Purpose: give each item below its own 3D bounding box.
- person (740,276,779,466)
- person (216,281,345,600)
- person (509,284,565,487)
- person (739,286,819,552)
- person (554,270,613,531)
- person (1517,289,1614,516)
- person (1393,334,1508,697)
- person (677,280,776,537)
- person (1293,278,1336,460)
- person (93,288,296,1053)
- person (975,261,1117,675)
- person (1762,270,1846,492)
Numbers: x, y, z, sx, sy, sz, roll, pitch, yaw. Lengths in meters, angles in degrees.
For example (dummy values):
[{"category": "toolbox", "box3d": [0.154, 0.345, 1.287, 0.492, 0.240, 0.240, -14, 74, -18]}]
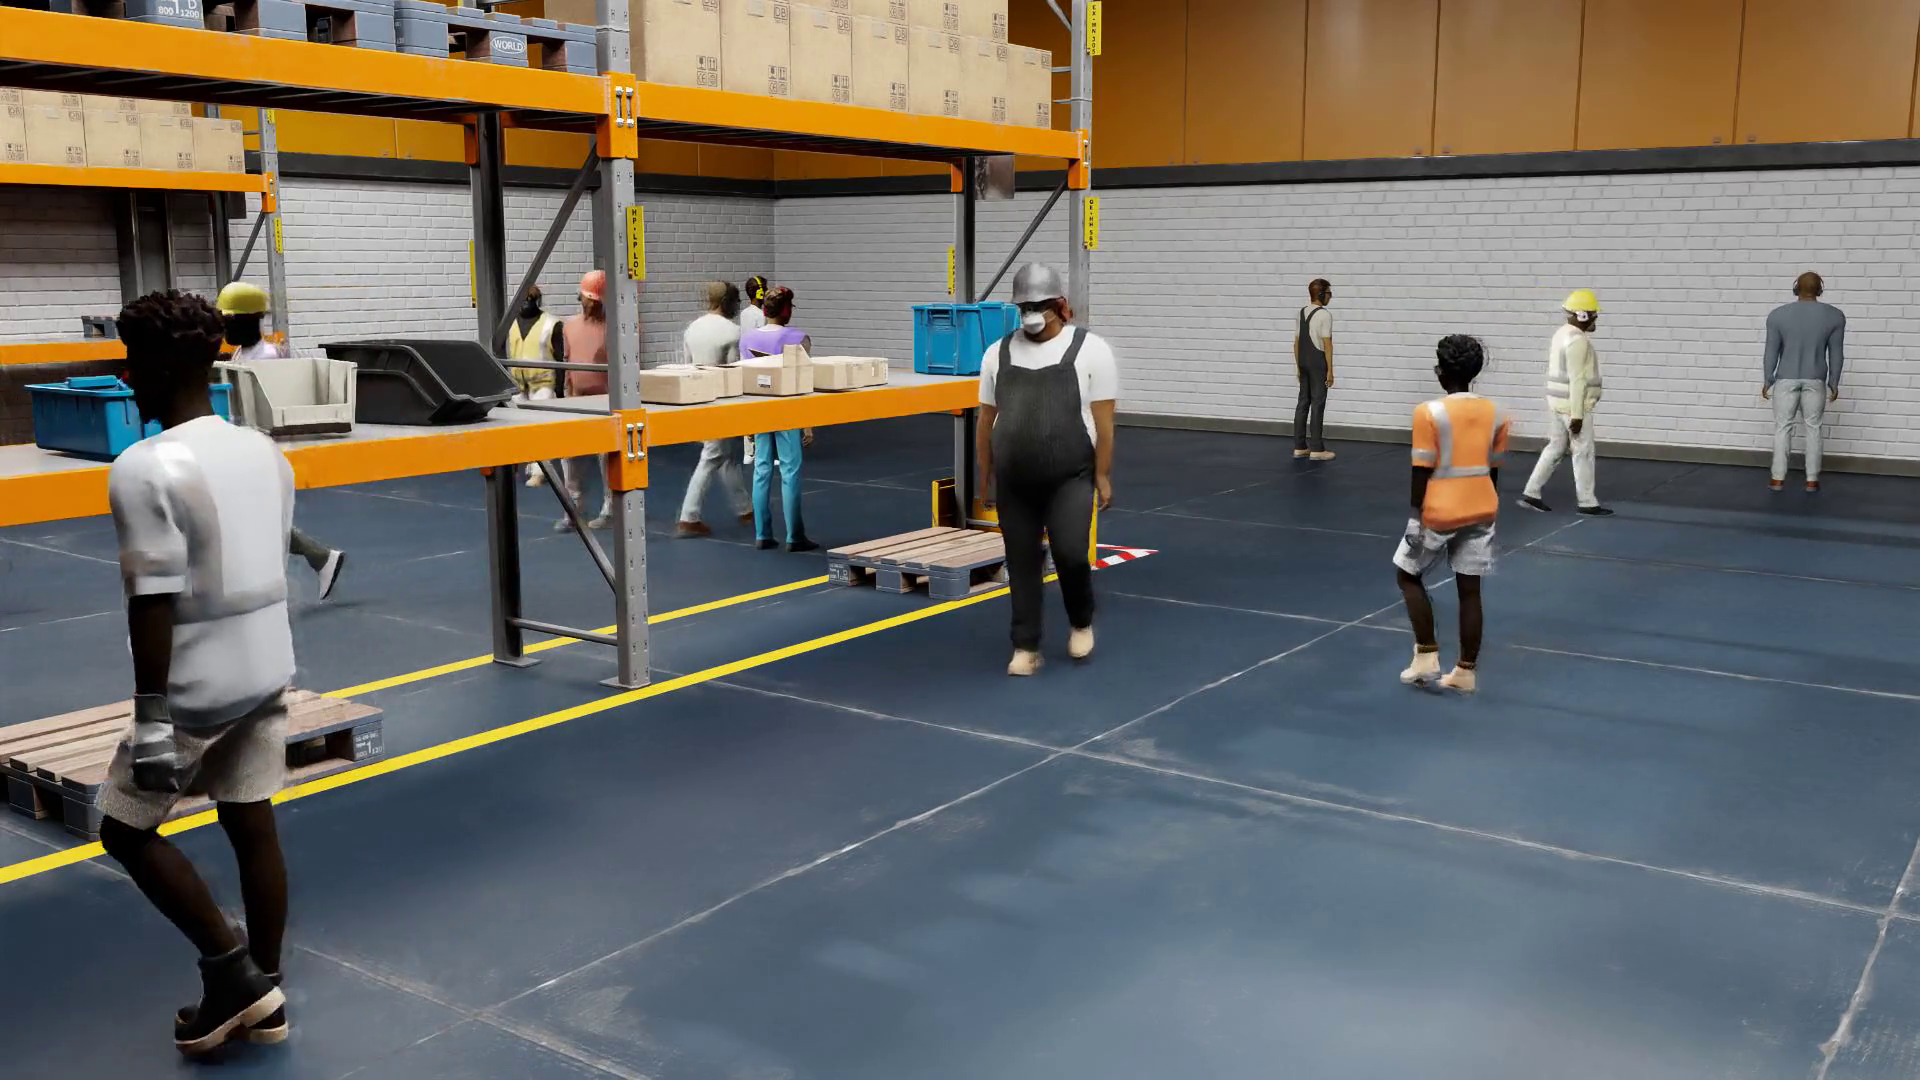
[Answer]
[{"category": "person", "box3d": [-1.985, -1.669, 16.476, 0.328, 1.876, 0.513, -6, 11, -34]}, {"category": "person", "box3d": [-3.917, -0.503, 9.413, 0.713, 1.908, 0.603, -6, 11, -32]}, {"category": "person", "box3d": [-3.853, -1.401, 14.999, 0.645, 1.832, 0.506, 1, 10, 7]}, {"category": "person", "box3d": [-1.282, -0.836, 11.591, 0.565, 1.847, 0.396, 5, 11, 27]}, {"category": "person", "box3d": [-2.769, -1.014, 12.340, 0.656, 1.949, 0.713, 5, 11, 26]}, {"category": "person", "box3d": [4.861, -1.087, 13.247, 0.610, 1.833, 0.605, 1, 10, 3]}, {"category": "person", "box3d": [2.279, -0.116, 7.773, 0.556, 1.677, 0.476, -4, 10, -21]}, {"category": "person", "box3d": [-1.766, -0.979, 12.375, 1.006, 1.888, 0.634, -9, 13, -44]}, {"category": "person", "box3d": [3.623, -1.738, 16.975, 0.327, 1.842, 0.514, -5, 11, -29]}, {"category": "person", "box3d": [-1.914, 0.353, 4.187, 0.424, 1.951, 0.643, 2, 10, 12]}, {"category": "person", "box3d": [0.388, -0.346, 8.102, 0.706, 2.000, 0.536, 4, 10, 20]}, {"category": "person", "box3d": [7.399, -1.391, 14.627, 0.635, 1.936, 0.356, 4, 10, 20]}]
